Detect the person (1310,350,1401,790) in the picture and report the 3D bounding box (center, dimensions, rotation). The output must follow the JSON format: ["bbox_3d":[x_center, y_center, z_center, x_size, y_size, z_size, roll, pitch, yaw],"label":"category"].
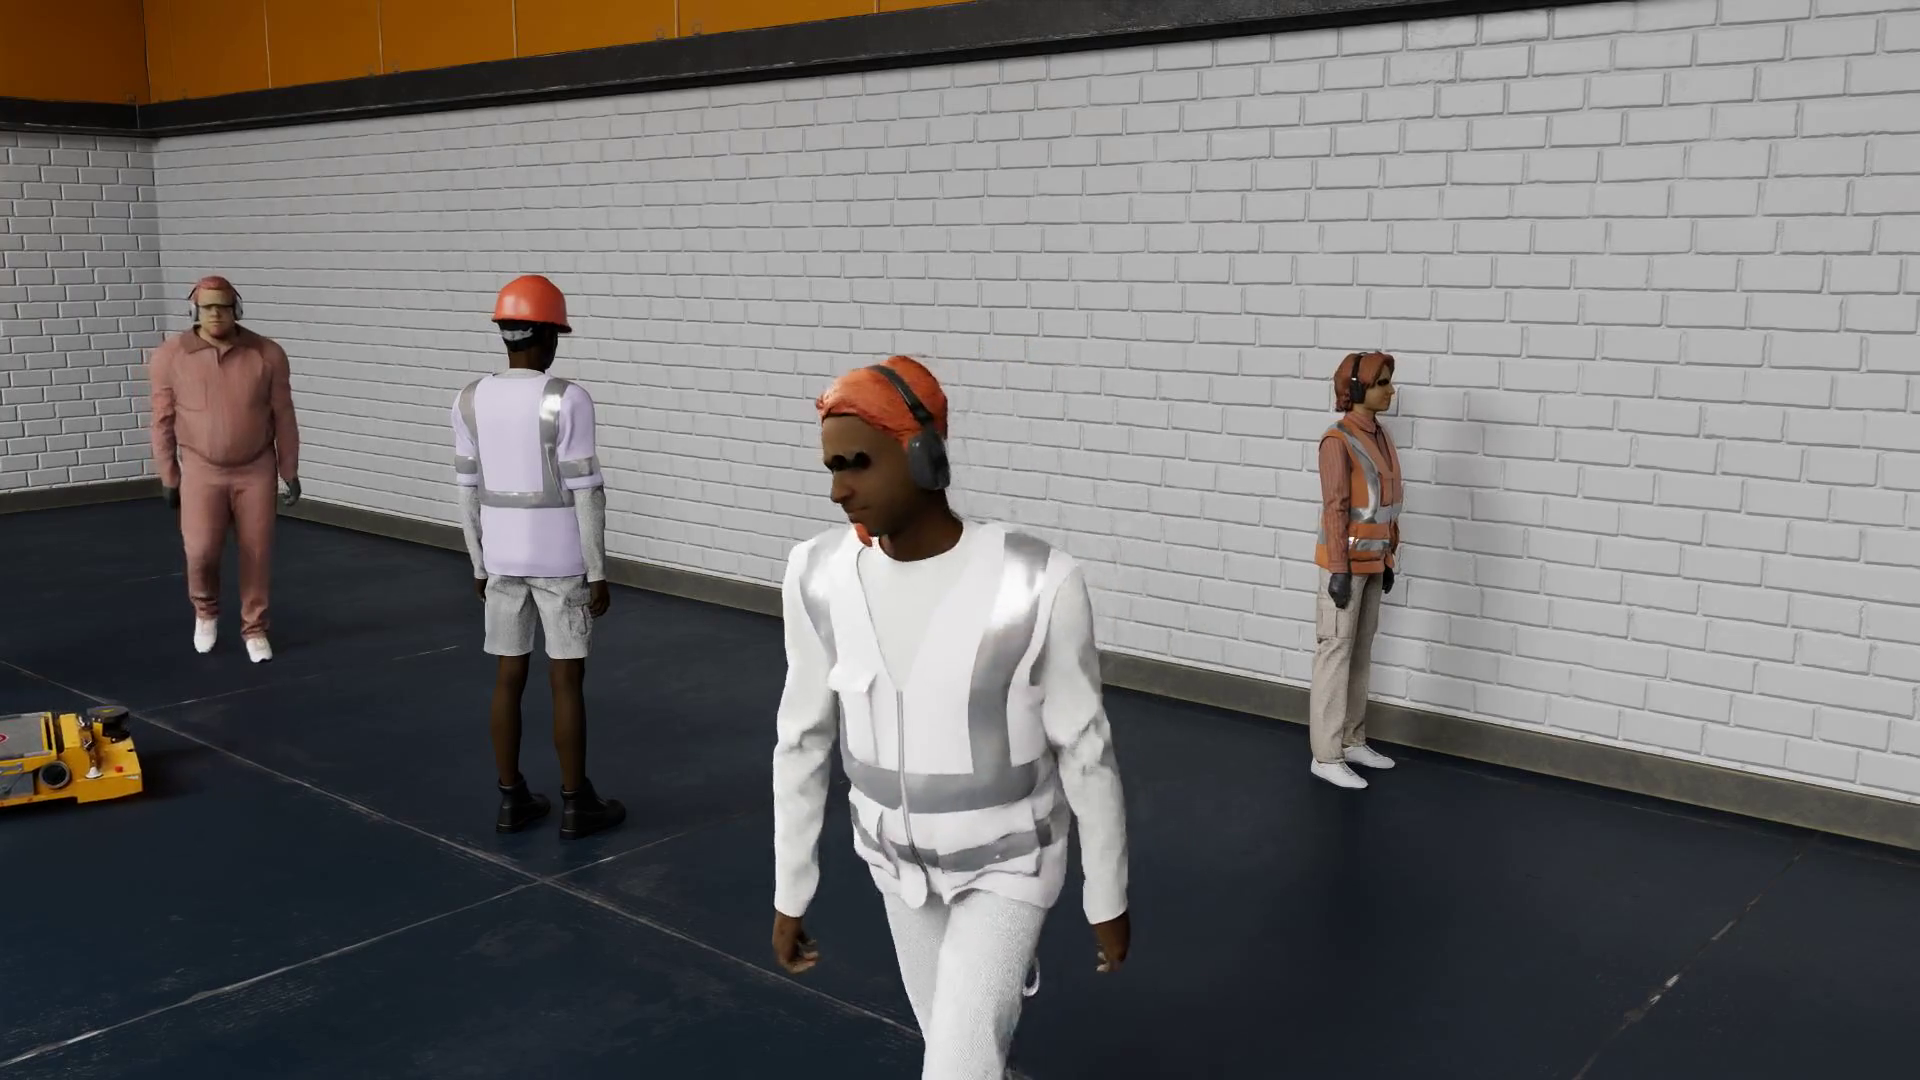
[{"bbox_3d":[1.503,0.104,6.320,0.308,1.645,0.514,7,12,33],"label":"person"}]

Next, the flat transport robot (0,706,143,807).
[{"bbox_3d":[-3.771,0.846,5.998,1.431,0.197,0.652,-6,11,-29],"label":"flat transport robot"}]

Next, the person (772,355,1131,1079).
[{"bbox_3d":[-0.037,0.602,2.896,0.601,1.837,0.924,6,12,31],"label":"person"}]

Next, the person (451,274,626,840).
[{"bbox_3d":[-1.440,0.066,5.711,0.543,1.934,0.368,3,10,18],"label":"person"}]

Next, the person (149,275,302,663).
[{"bbox_3d":[-3.553,-0.332,8.105,0.649,1.895,0.426,-6,11,-29],"label":"person"}]
